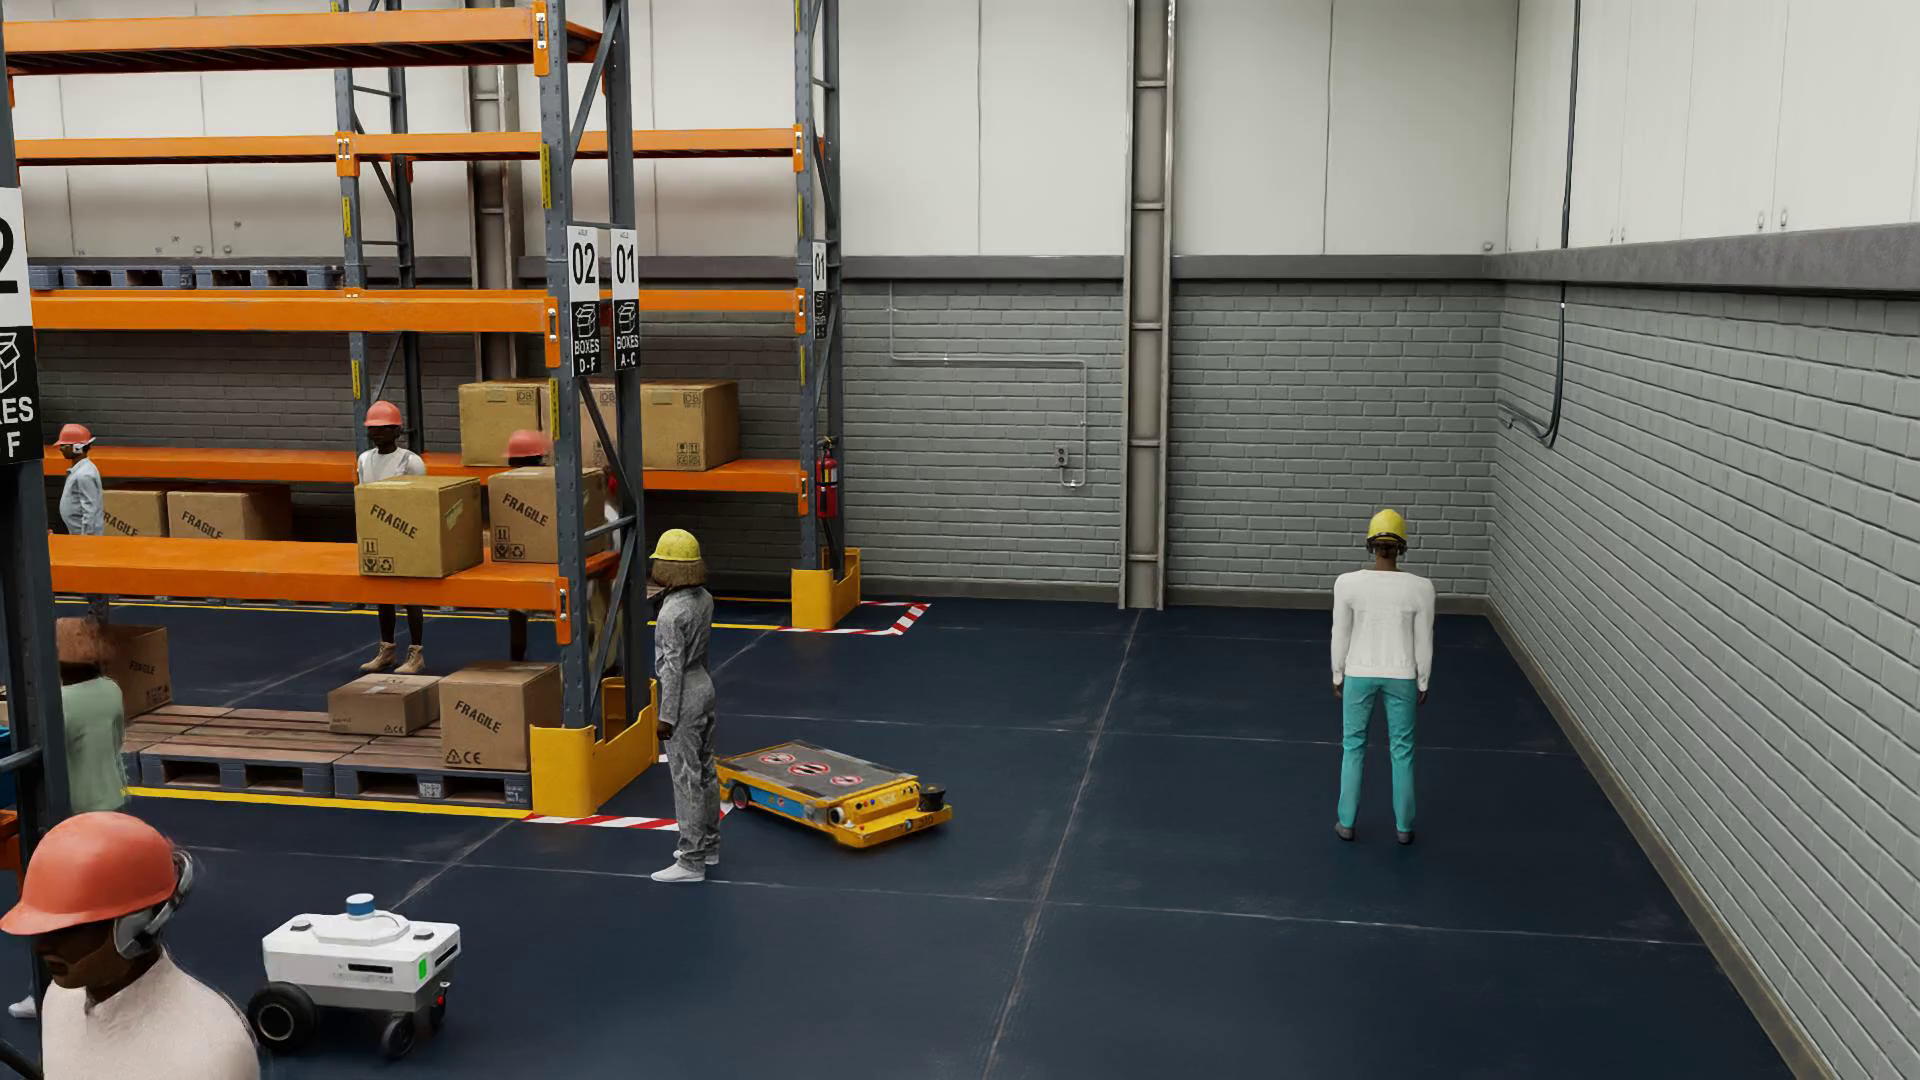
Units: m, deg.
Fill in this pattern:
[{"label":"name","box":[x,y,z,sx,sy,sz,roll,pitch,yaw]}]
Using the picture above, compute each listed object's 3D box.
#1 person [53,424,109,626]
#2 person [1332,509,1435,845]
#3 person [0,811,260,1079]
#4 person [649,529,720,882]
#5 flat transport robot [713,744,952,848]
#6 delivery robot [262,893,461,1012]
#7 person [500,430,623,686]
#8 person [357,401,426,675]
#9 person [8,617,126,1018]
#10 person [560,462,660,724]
[{"label":"person","box":[-7.215,-0.082,13.680,0.325,1.752,0.563,-6,11,-33]},{"label":"person","box":[2.212,0.716,8.740,0.519,1.759,0.345,2,9,13]},{"label":"person","box":[-1.589,1.486,3.305,0.635,2.005,0.536,6,11,33]},{"label":"person","box":[-1.370,0.808,8.192,0.296,1.744,0.487,2,9,12]},{"label":"flat transport robot","box":[-0.776,1.376,9.219,1.431,0.197,0.652,9,13,44]},{"label":"delivery robot","box":[-2.329,1.627,6.498,0.707,0.478,0.477,2,9,9]},{"label":"person","box":[-2.897,0.161,11.745,0.967,1.901,0.542,0,9,-3]},{"label":"person","box":[-4.218,-0.006,12.300,0.615,2.047,0.358,4,10,23]},{"label":"person","box":[-3.616,1.117,6.703,0.430,1.603,0.549,1,9,7]},{"label":"person","box":[-2.314,0.368,10.743,0.842,1.812,0.570,0,9,3]}]
